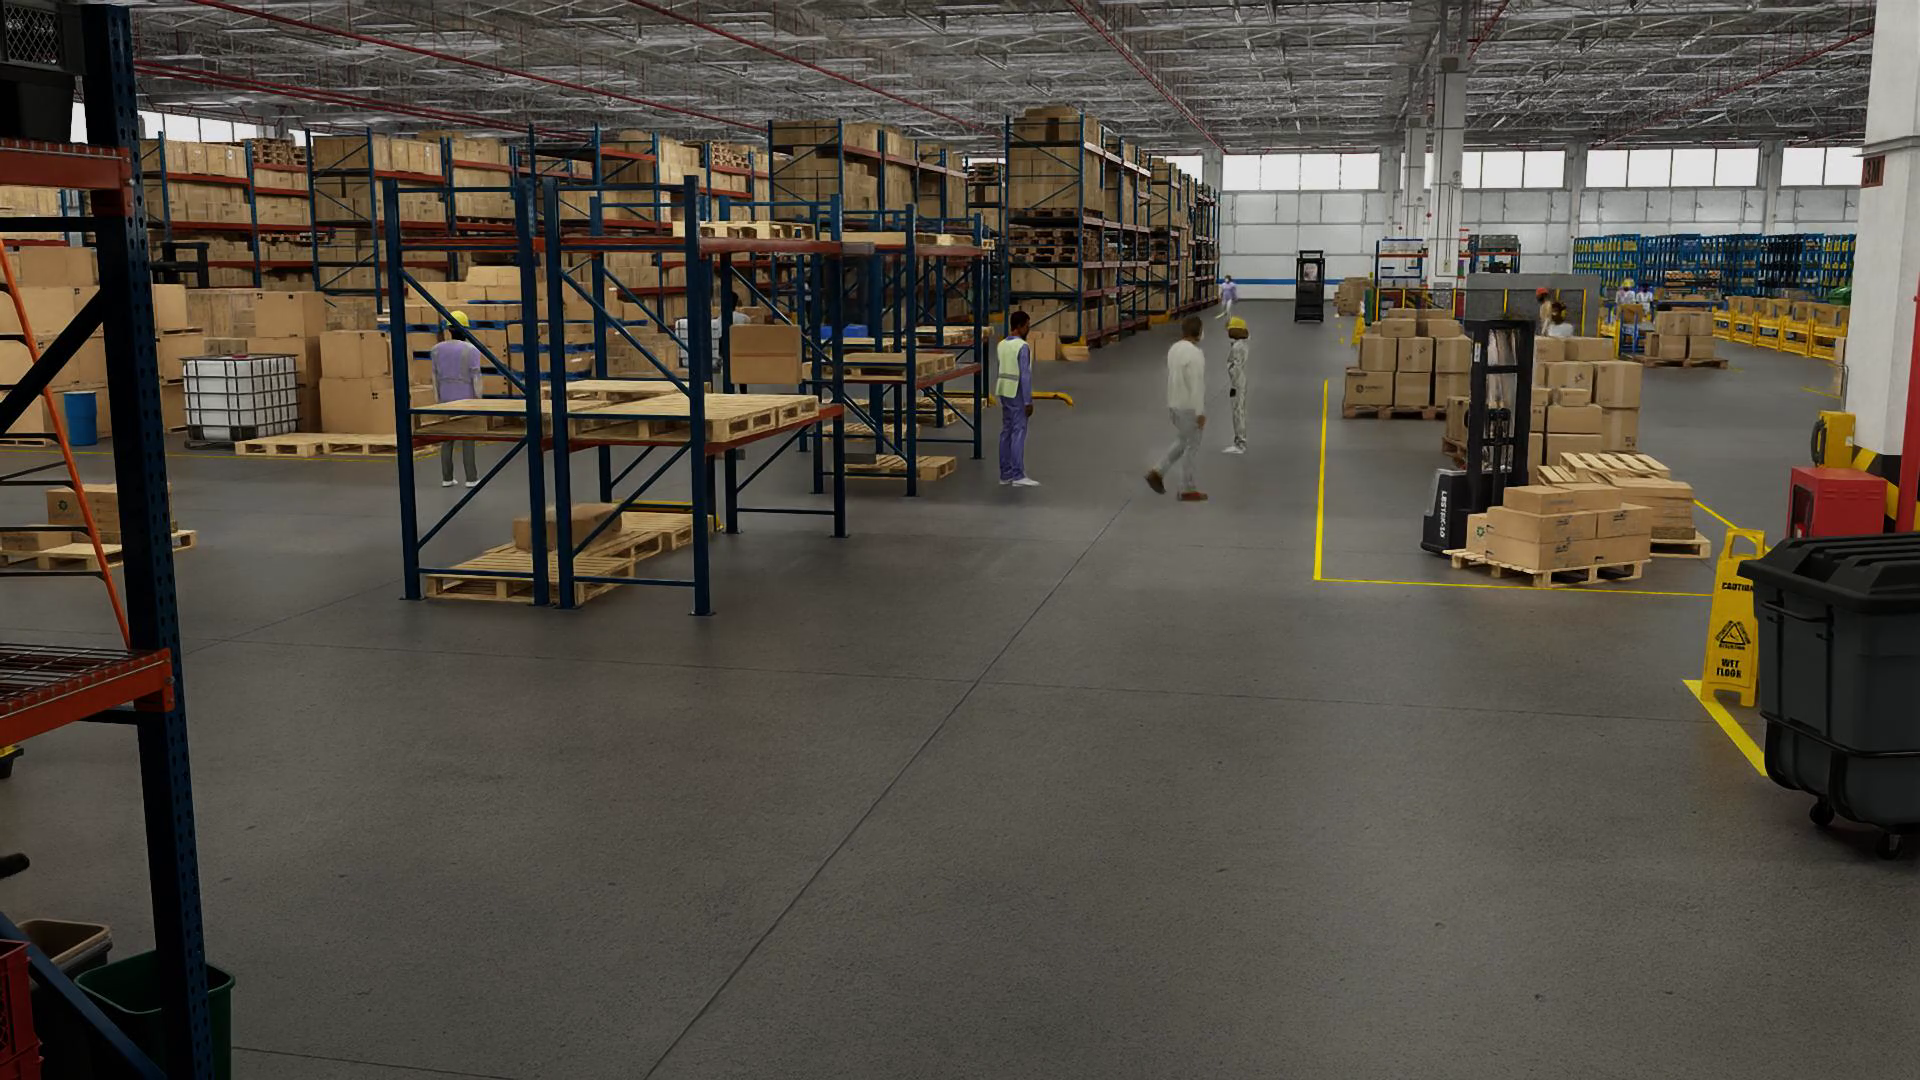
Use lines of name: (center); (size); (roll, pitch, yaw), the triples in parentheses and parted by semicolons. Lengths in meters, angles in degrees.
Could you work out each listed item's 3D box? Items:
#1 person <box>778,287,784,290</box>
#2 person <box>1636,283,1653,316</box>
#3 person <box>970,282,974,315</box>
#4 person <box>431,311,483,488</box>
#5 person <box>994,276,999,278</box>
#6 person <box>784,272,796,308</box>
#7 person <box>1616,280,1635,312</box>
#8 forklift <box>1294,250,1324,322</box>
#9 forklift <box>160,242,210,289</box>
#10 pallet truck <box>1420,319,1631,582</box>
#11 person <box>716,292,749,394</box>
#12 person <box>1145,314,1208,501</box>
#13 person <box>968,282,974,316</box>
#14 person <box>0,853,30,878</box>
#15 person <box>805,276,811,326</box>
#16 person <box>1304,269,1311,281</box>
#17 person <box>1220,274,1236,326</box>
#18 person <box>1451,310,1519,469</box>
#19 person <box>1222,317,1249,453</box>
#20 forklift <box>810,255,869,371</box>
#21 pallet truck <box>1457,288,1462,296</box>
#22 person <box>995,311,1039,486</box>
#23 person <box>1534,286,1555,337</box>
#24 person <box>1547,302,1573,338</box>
person: (-7.487, -10.214, 70.425); (0.446, 1.617, 0.526); (4, 10, 20)
person: (22.966, -7.786, 55.859); (0.547, 1.686, 0.394); (3, 10, 18)
person: (0.601, -8.484, 59.987); (0.401, 1.673, 0.592); (7, 12, 38)
person: (-5.446, -1.524, 18.097); (0.584, 1.918, 0.408); (2, 10, 13)
person: (1.965, -13.361, 88.480); (0.598, 1.816, 0.482); (2, 10, 12)
person: (-7.588, -11.016, 74.279); (0.556, 1.921, 0.521); (0, 10, 2)
person: (21.190, -7.370, 53.008); (0.598, 1.814, 0.673); (2, 10, 14)
forklift: (13.778, -10.002, 65.433); (1.129, 2.768, 1.873); (2, 10, 12)
forklift: (-16.063, -4.810, 34.690); (1.129, 2.768, 1.873); (2, 10, 12)
pallet truck: (4.543, -0.757, 13.299); (0.823, 1.965, 1.885); (-4, 10, -22)
person: (-3.637, -2.989, 26.606); (0.613, 1.963, 0.361); (-9, 13, -44)
person: (2.256, -1.333, 16.946); (0.538, 1.922, 0.630); (-3, 10, -15)
person: (0.441, -9.184, 64.335); (0.486, 1.620, 0.501); (3, 10, 15)
person: (-4.104, 0.500, 6.218); (0.583, 1.879, 0.988); (7, 12, 36)
person: (-5.410, -8.652, 60.425); (0.604, 1.867, 0.968); (-2, 10, -11)
person: (17.444, -12.751, 84.423); (0.653, 1.956, 0.931); (-2, 10, -14)
person: (9.911, -8.853, 61.483); (0.634, 1.926, 0.493); (6, 11, 33)
person: (6.118, -1.646, 18.858); (0.657, 1.891, 1.007); (-8, 12, -38)
person: (3.528, -1.981, 21.304); (0.300, 1.742, 0.493); (3, 10, 17)
forklift: (-2.429, -4.894, 35.184); (1.129, 2.768, 1.873); (2, 10, 12)
pallet truck: (20.506, -9.785, 68.819); (0.653, 1.274, 1.630); (2, 10, 12)
person: (0.602, -1.542, 18.200); (0.392, 1.914, 0.587); (-5, 11, -29)
person: (12.803, -4.536, 35.998); (0.793, 1.902, 0.561); (0, 10, 0)
person: (8.899, -2.611, 24.709); (0.602, 1.855, 0.516); (-3, 10, -19)
